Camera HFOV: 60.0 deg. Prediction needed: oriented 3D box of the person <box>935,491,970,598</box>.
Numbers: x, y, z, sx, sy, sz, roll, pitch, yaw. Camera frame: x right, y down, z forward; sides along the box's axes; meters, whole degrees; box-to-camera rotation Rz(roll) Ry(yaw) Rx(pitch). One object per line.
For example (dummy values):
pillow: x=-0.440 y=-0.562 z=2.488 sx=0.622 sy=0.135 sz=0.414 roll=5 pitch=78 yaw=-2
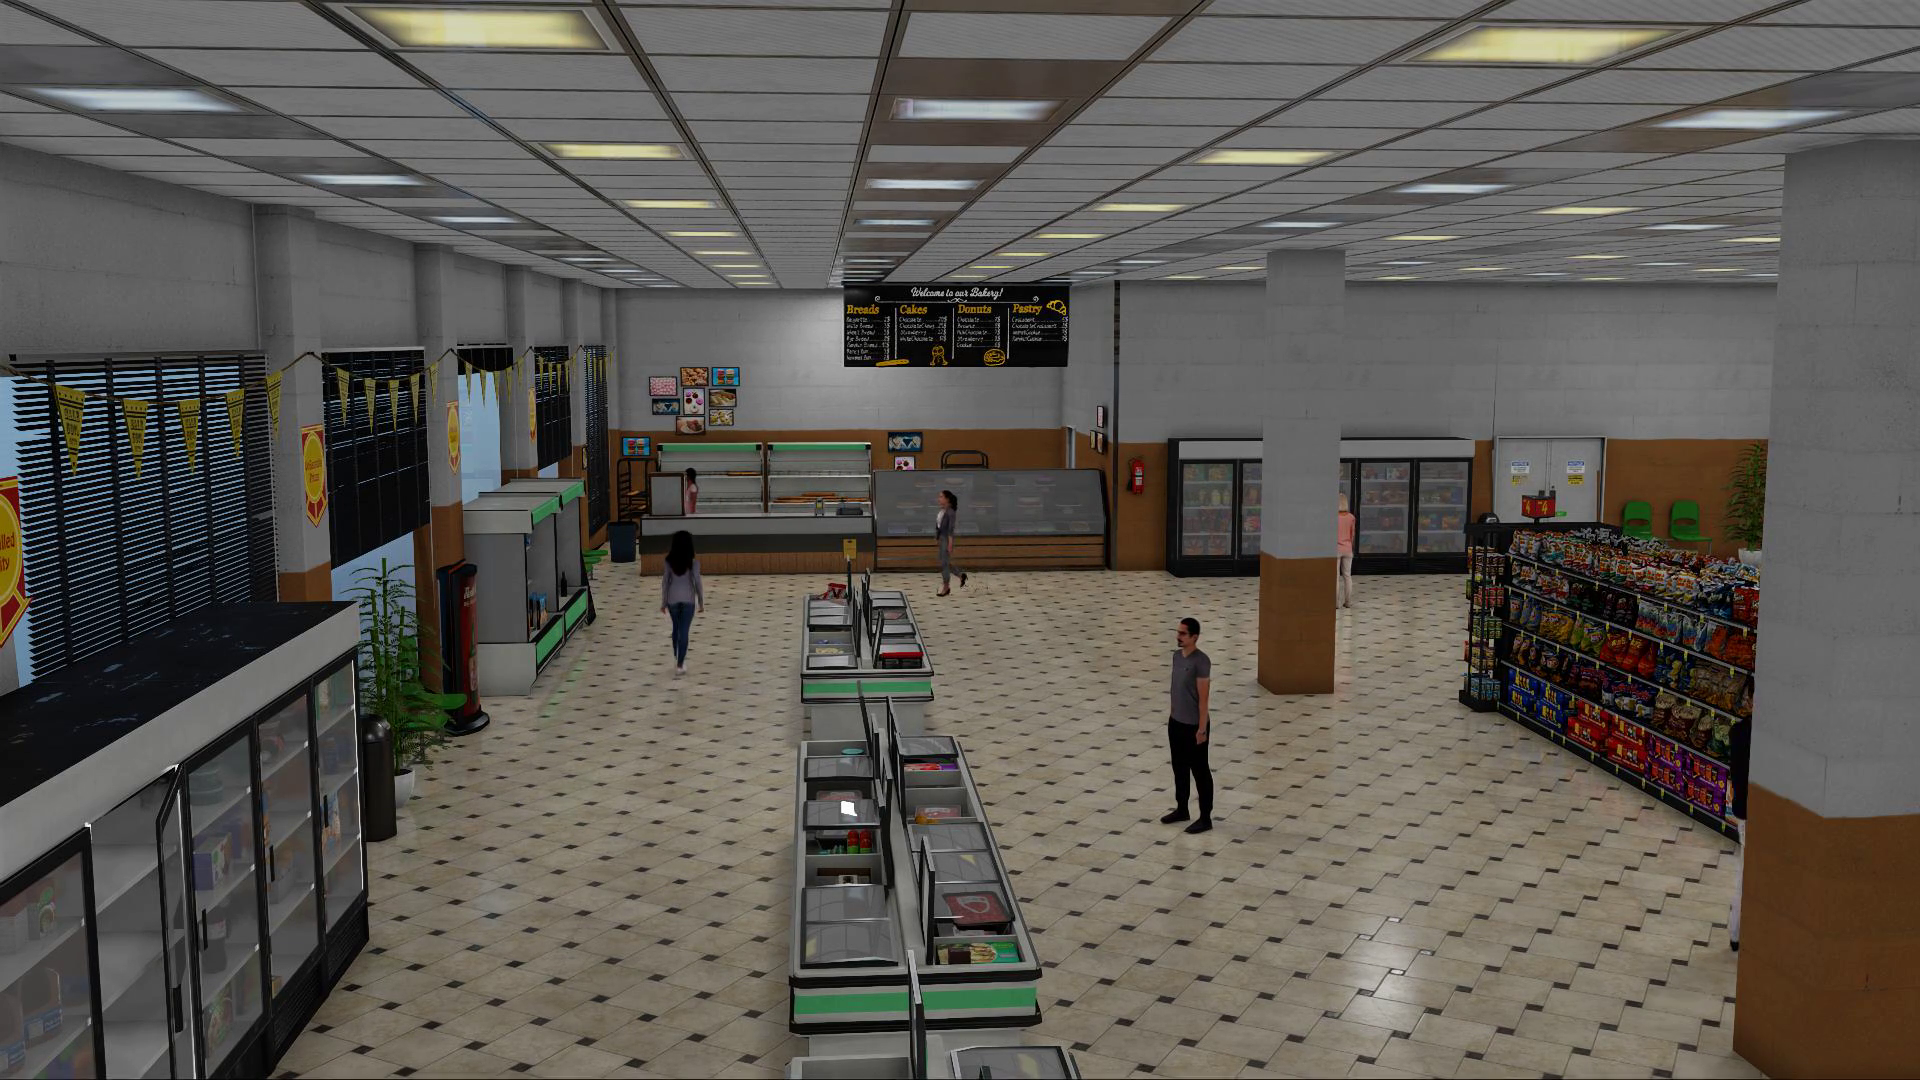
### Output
person: x=-0.125 y=0.063 z=25.903 sx=0.754 sy=1.661 sz=0.772 roll=-2 pitch=7 yaw=-15

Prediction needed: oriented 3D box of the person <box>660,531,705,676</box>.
person: x=-3.355 y=0.765 z=19.852 sx=0.736 sy=1.719 sz=0.809 roll=1 pitch=7 yaw=9

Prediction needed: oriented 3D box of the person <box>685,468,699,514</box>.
person: x=-4.780 y=-0.413 z=29.502 sx=0.708 sy=1.741 sz=0.586 roll=-4 pitch=8 yaw=-29

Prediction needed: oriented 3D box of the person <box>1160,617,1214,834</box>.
person: x=1.897 y=1.495 z=13.673 sx=0.742 sy=1.752 sz=0.610 roll=-4 pitch=8 yaw=-30

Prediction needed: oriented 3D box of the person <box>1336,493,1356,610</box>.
person: x=5.691 y=0.156 z=24.868 sx=0.629 sy=1.724 sz=0.560 roll=-2 pitch=7 yaw=-13
